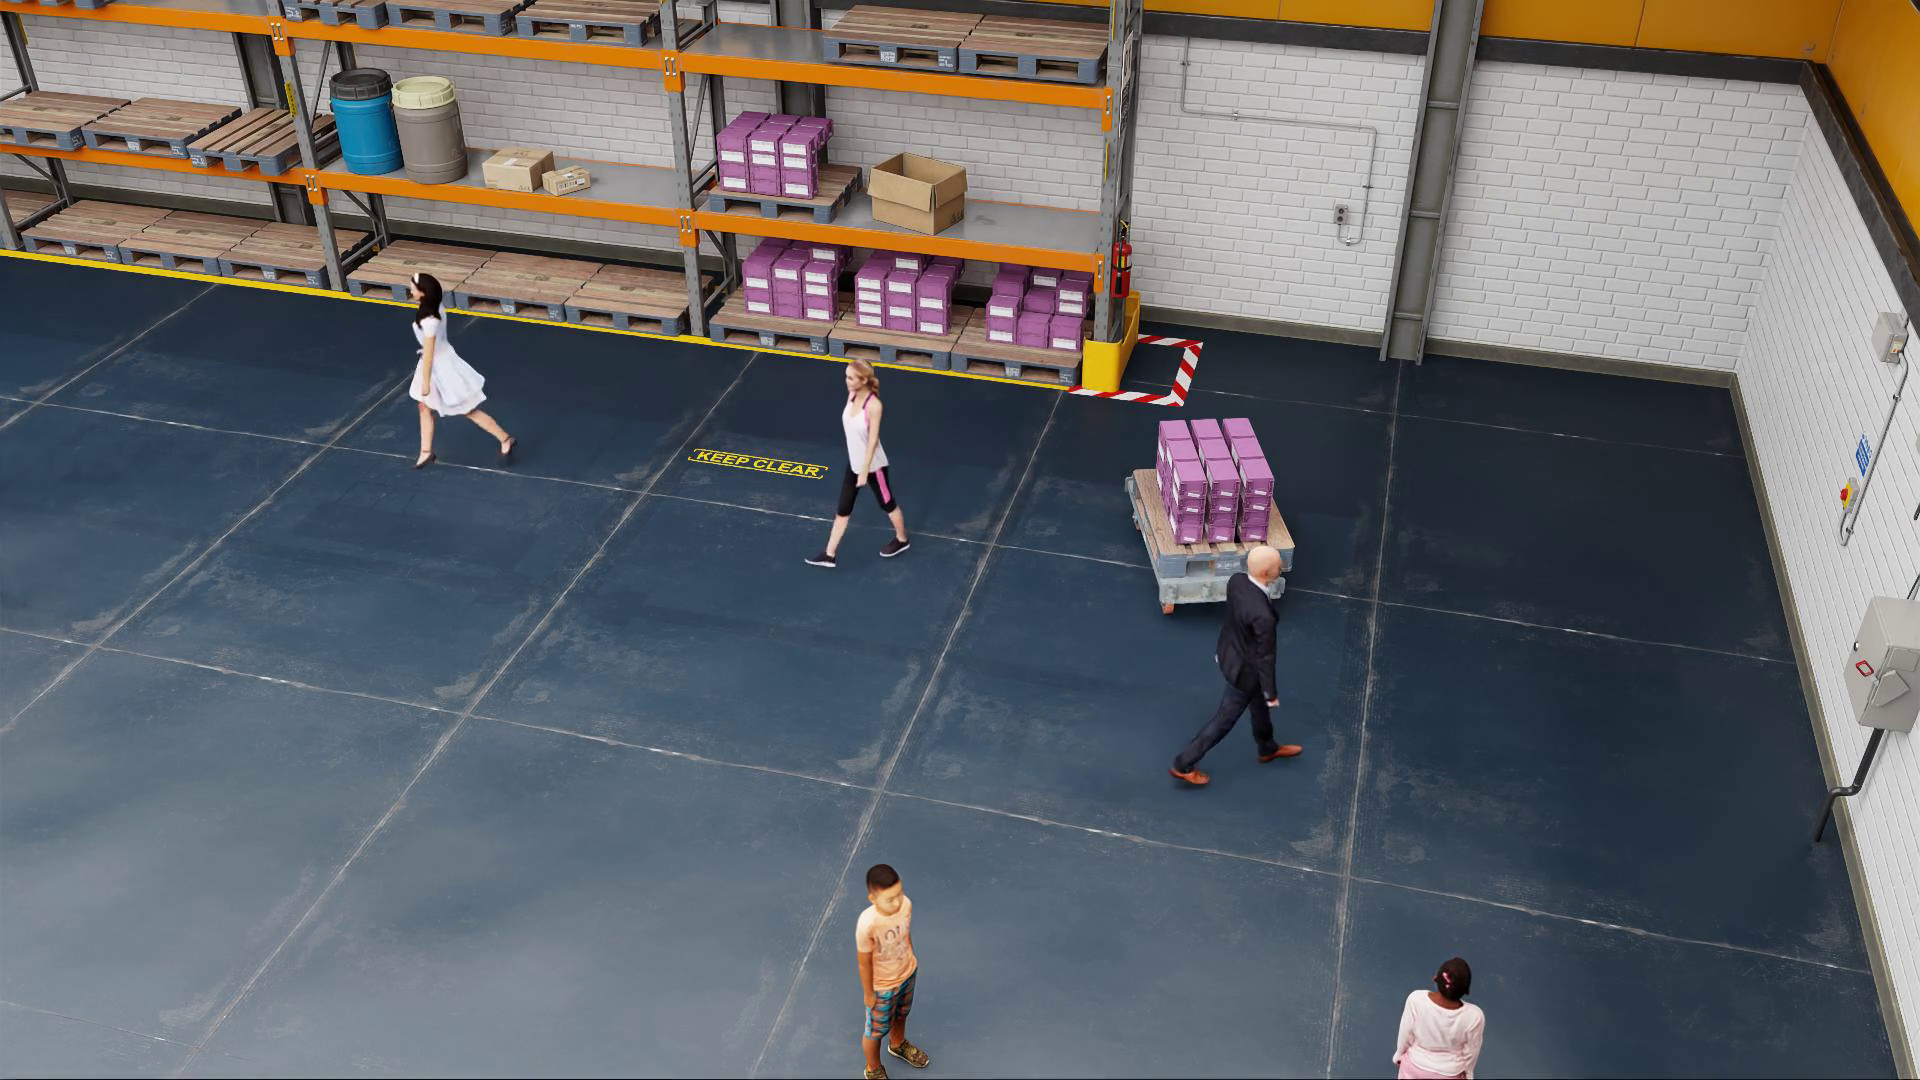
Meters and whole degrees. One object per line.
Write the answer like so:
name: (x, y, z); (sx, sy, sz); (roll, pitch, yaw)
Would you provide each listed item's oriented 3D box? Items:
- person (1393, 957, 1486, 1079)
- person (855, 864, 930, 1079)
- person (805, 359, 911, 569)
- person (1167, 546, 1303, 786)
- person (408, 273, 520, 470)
person: (2.331, 2.563, 8.159); (0.463, 1.443, 0.620); (12, 36, 18)
person: (-0.376, 2.249, 8.616); (0.604, 1.461, 0.590); (24, 41, 32)
person: (-0.610, -0.571, 12.606); (1.119, 1.739, 1.122); (-22, 39, -29)
person: (1.716, 0.822, 10.481); (1.315, 1.771, 1.074); (-6, 34, -9)
person: (-4.165, -1.339, 13.734); (1.247, 1.771, 0.987); (-7, 34, -10)
